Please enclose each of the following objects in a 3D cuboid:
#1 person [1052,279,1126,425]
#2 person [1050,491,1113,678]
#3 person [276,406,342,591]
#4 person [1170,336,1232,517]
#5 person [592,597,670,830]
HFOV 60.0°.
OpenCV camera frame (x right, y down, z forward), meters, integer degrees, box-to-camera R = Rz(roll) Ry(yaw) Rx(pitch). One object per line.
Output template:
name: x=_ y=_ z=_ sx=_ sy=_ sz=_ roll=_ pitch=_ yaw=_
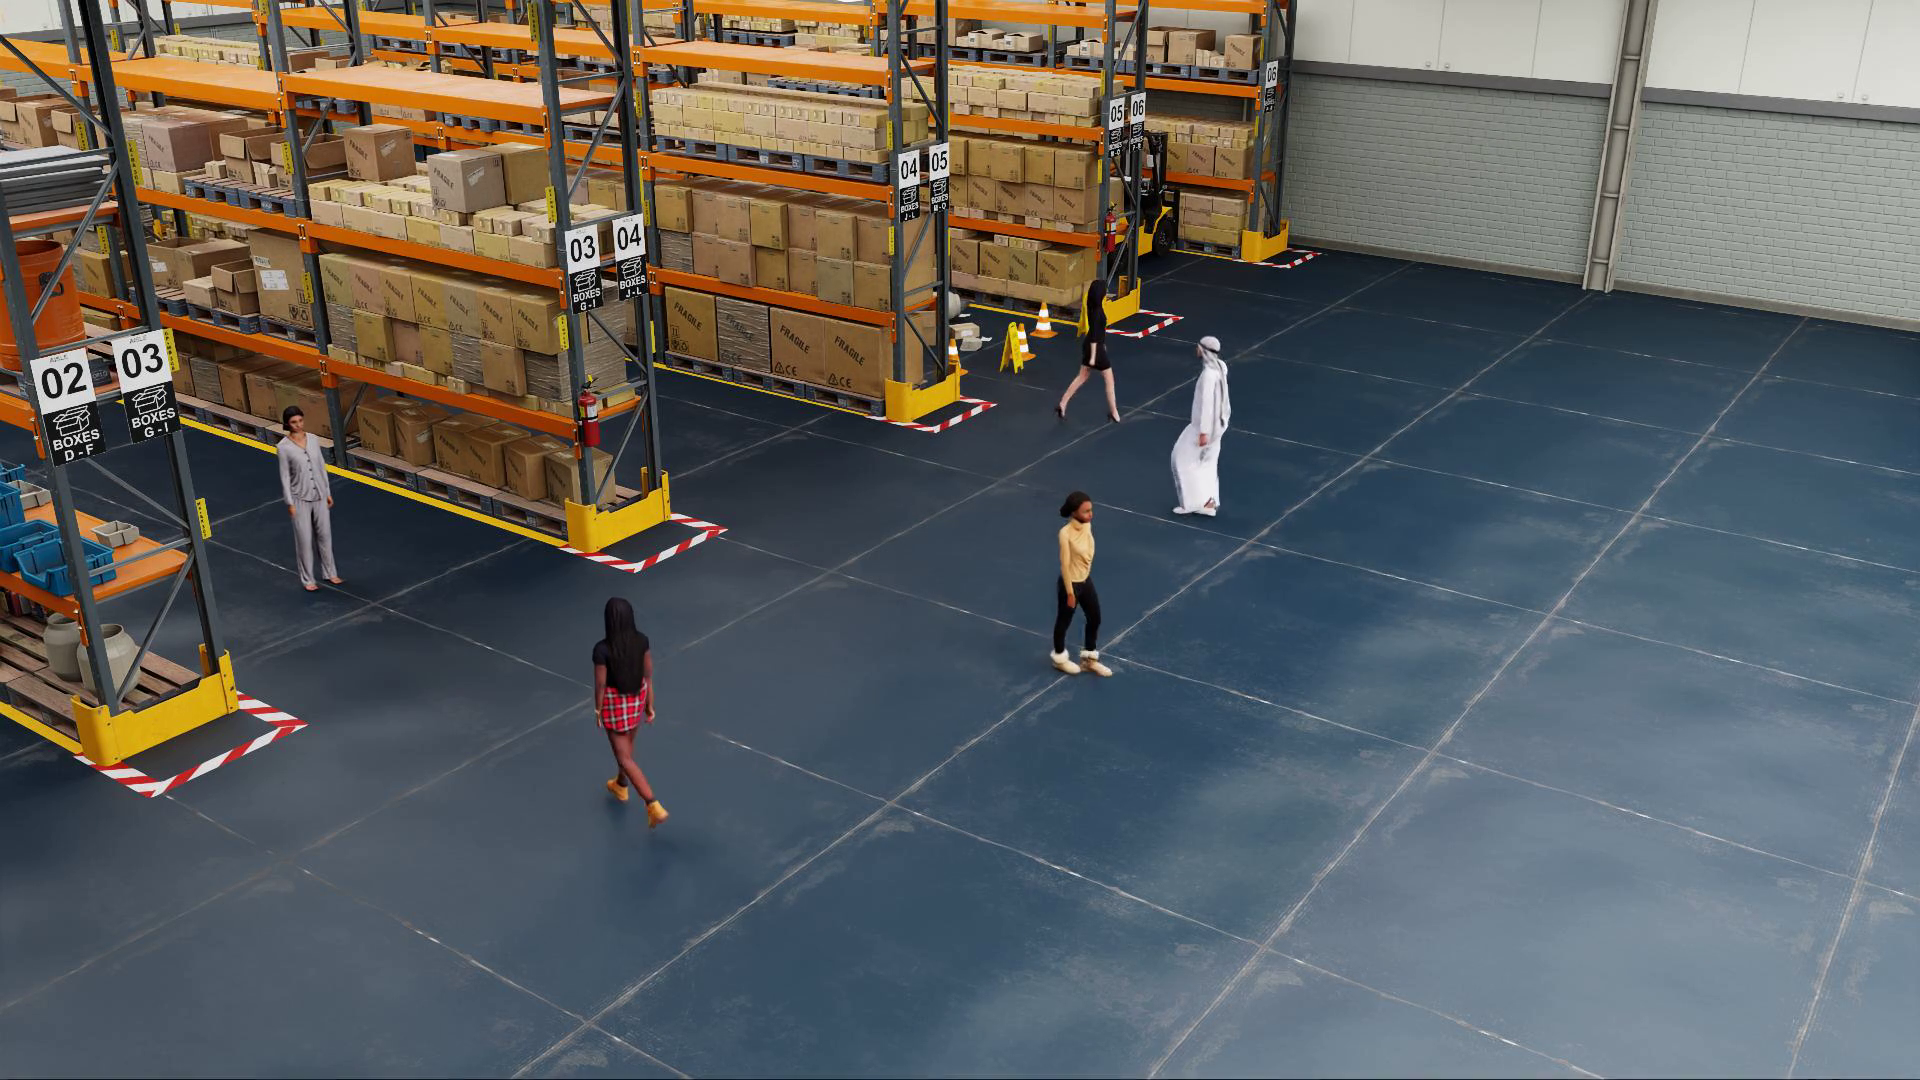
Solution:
person: x=1.495 y=-2.189 z=19.674 sx=1.129 sy=1.761 sz=1.053 roll=-4 pitch=23 yaw=-8
person: x=0.892 y=0.348 z=13.852 sx=0.783 sy=1.648 sz=0.659 roll=18 pitch=29 yaw=37
person: x=-6.077 y=-0.405 z=15.463 sx=0.547 sy=1.773 sz=0.605 roll=18 pitch=29 yaw=37
person: x=2.601 y=-1.139 z=17.005 sx=0.876 sy=1.916 sz=0.812 roll=8 pitch=24 yaw=18
person: x=-2.315 y=1.240 z=11.696 sx=0.754 sy=1.693 sz=1.192 roll=-21 pitch=31 yaw=-40
